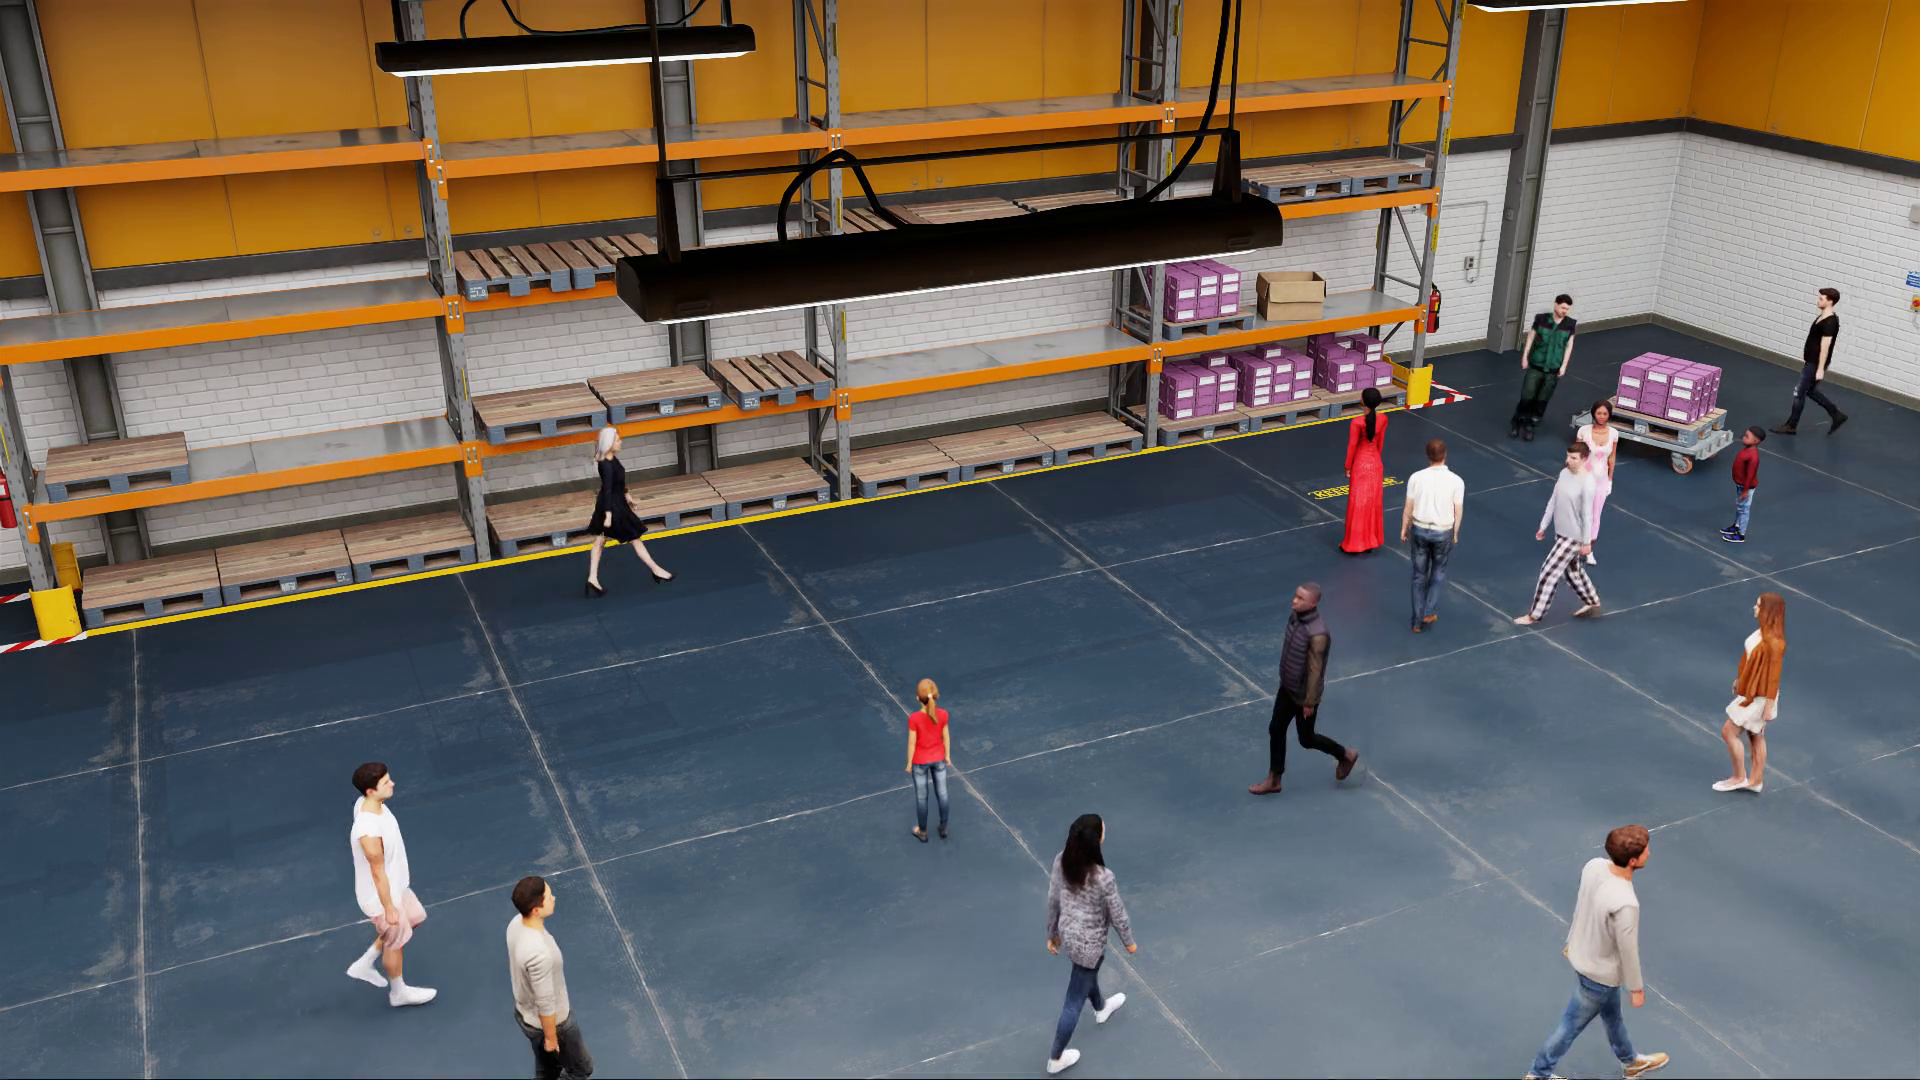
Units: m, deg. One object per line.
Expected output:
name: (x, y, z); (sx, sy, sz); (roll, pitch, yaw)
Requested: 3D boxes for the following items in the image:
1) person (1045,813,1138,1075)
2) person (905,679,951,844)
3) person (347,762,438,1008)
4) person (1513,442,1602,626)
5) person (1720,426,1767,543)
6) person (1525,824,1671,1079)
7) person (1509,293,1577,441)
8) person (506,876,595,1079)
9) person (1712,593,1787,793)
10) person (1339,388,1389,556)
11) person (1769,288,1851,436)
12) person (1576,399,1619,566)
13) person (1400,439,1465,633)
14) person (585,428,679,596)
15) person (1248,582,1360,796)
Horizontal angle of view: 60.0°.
person: (0.677, 2.452, 9.960); (1.102, 1.696, 0.818); (-20, 30, -38)
person: (-0.228, 1.630, 12.324); (0.438, 1.309, 0.569); (-8, 25, -17)
person: (-3.705, 2.196, 10.446); (0.830, 1.777, 0.717); (-5, 24, -11)
person: (5.778, -0.051, 15.557); (1.215, 1.801, 0.843); (-5, 24, -11)
person: (8.281, -0.605, 17.504); (0.631, 1.255, 0.579); (6, 24, 15)
person: (3.617, 2.490, 9.669); (1.224, 1.860, 0.974); (-1, 24, -1)
person: (7.112, -2.118, 20.205); (0.846, 1.865, 0.931); (9, 25, 19)
person: (-2.406, 2.681, 9.305); (0.707, 1.801, 0.702); (-16, 28, -32)
person: (6.230, 1.207, 12.797); (0.800, 1.705, 0.741); (8, 25, 18)
person: (4.165, -0.706, 17.075); (0.567, 1.784, 0.690); (-12, 26, -26)
person: (10.509, -2.132, 20.225); (1.165, 1.874, 1.123); (9, 25, 19)
person: (6.394, -0.591, 16.864); (0.615, 1.741, 0.717); (3, 24, 6)
person: (4.347, 0.004, 15.403); (0.818, 1.823, 0.869); (11, 26, 23)
person: (-3.454, -0.247, 16.125); (1.160, 1.704, 0.682); (-7, 25, -16)
person: (2.704, 1.155, 12.788); (1.177, 1.809, 0.834); (-6, 24, -14)
